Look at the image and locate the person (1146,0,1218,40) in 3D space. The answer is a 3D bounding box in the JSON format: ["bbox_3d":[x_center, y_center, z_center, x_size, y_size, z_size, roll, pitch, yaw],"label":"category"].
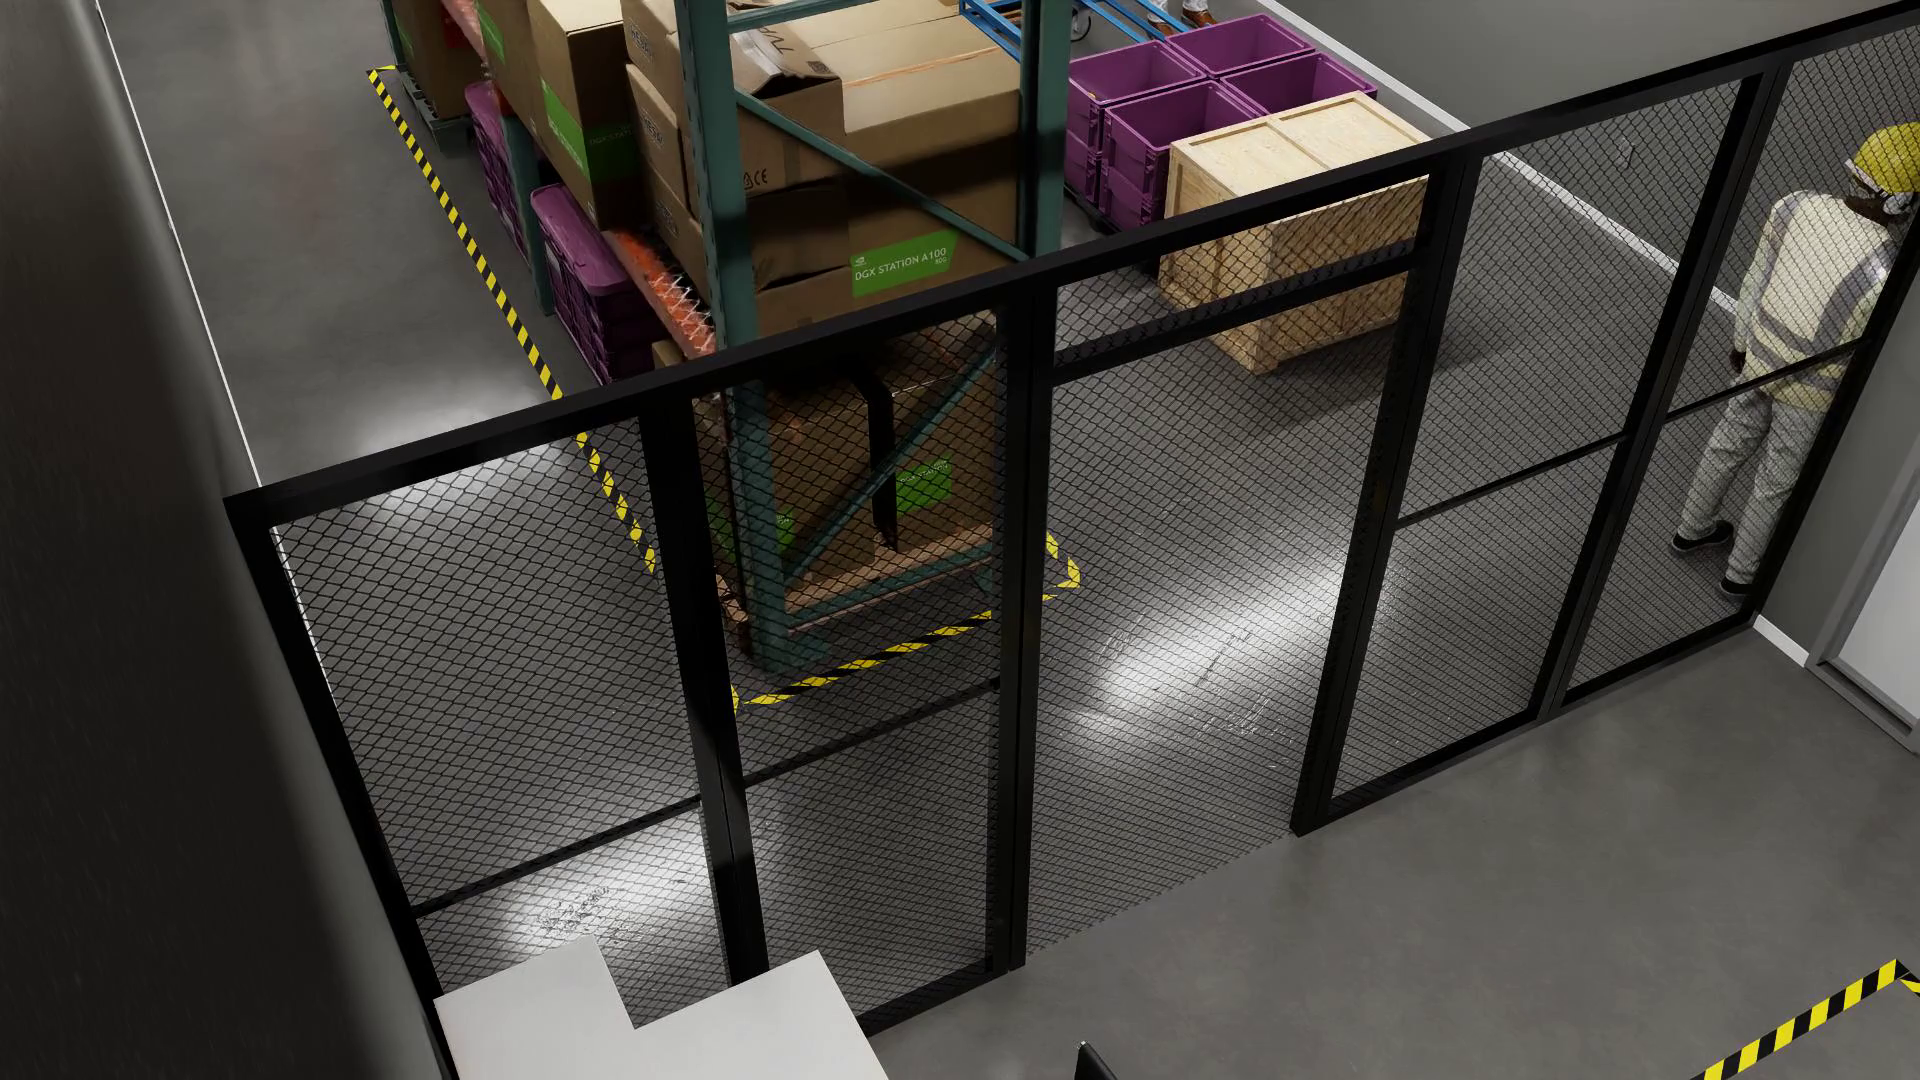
[{"bbox_3d":[1.288,-3.628,8.915,0.629,1.939,0.371,-20,46,-21],"label":"person"}]

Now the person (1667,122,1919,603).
[{"bbox_3d":[2.874,-0.580,5.657,0.403,1.830,0.600,-14,44,-15],"label":"person"}]
